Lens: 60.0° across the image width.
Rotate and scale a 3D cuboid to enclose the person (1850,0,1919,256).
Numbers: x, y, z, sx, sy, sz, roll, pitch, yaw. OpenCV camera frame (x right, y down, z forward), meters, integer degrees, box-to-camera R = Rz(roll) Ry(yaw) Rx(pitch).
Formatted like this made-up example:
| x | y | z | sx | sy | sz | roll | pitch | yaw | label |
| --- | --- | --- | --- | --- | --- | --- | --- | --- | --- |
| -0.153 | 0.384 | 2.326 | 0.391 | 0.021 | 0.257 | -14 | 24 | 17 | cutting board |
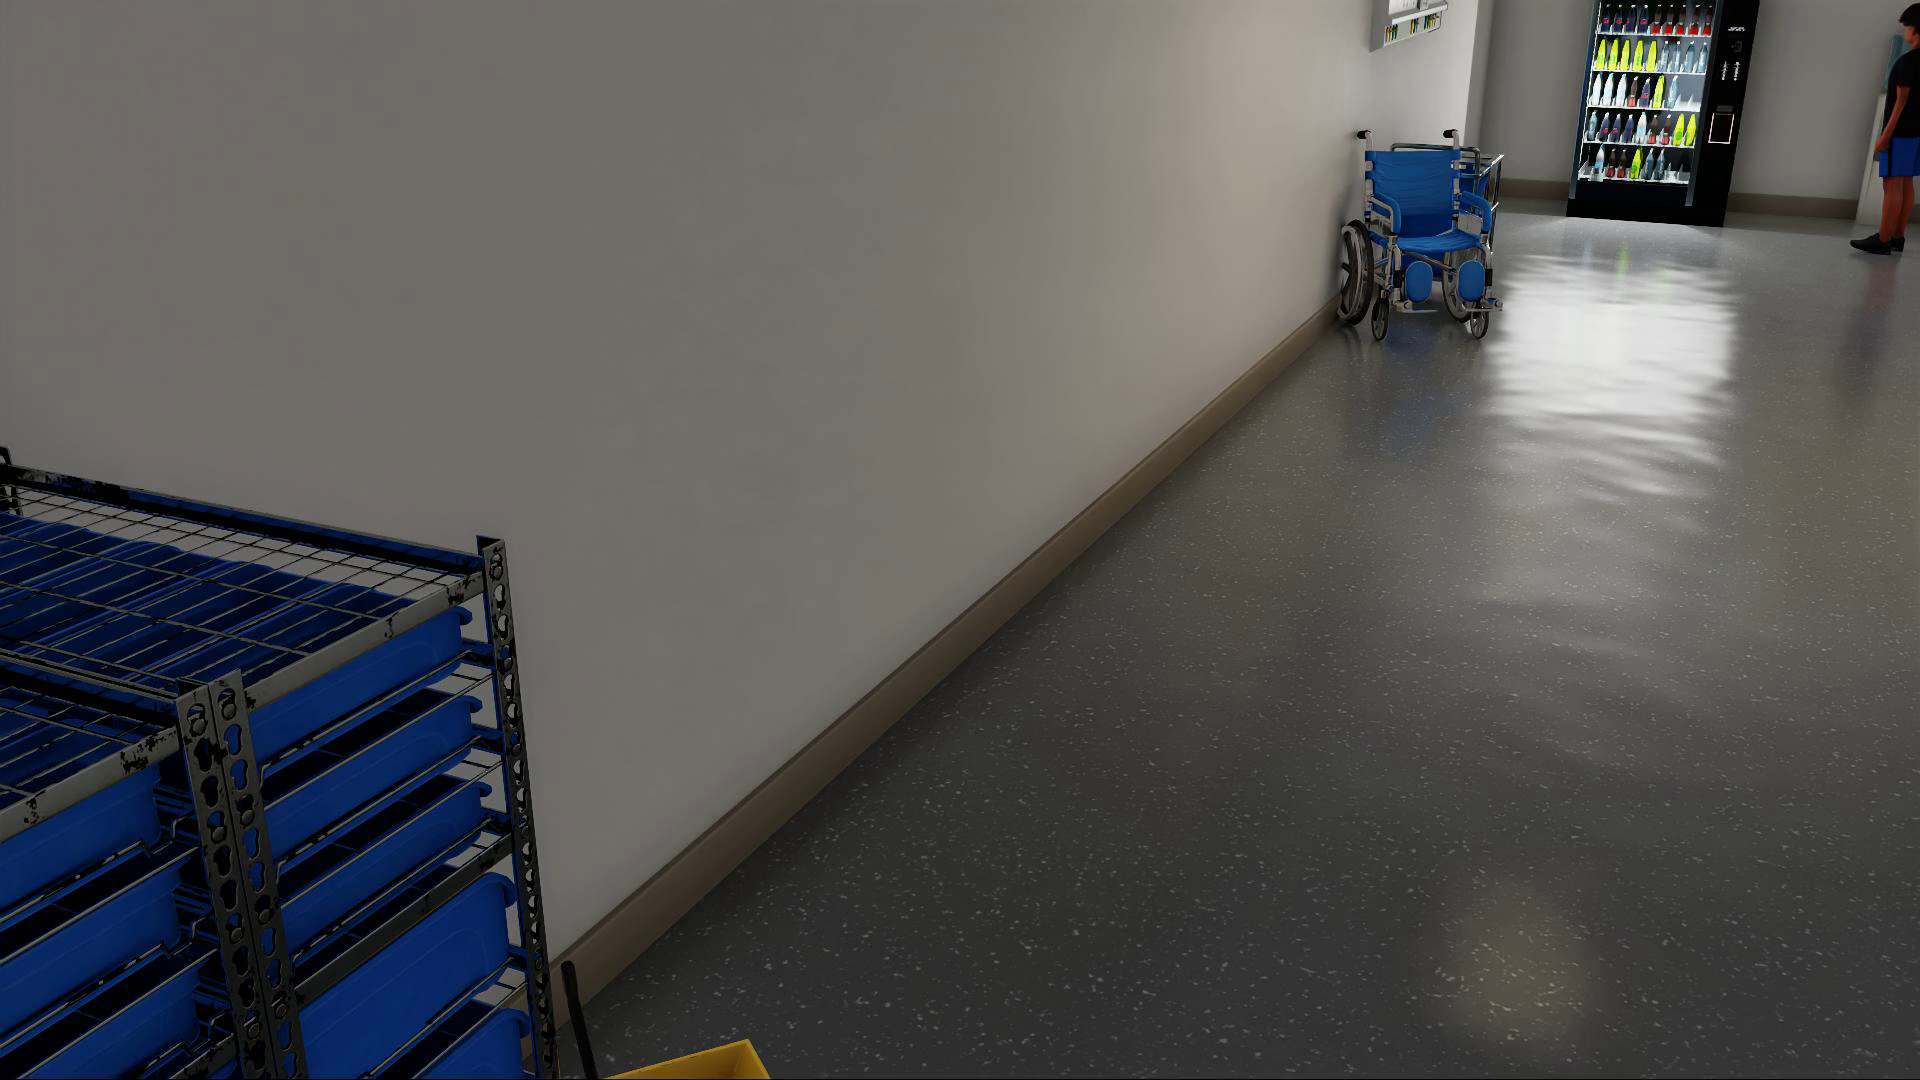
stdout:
| x | y | z | sx | sy | sz | roll | pitch | yaw | label |
| --- | --- | --- | --- | --- | --- | --- | --- | --- | --- |
| 6.973 | -3.023 | 12.253 | 0.697 | 1.793 | 0.714 | -14 | 25 | -33 | person |
